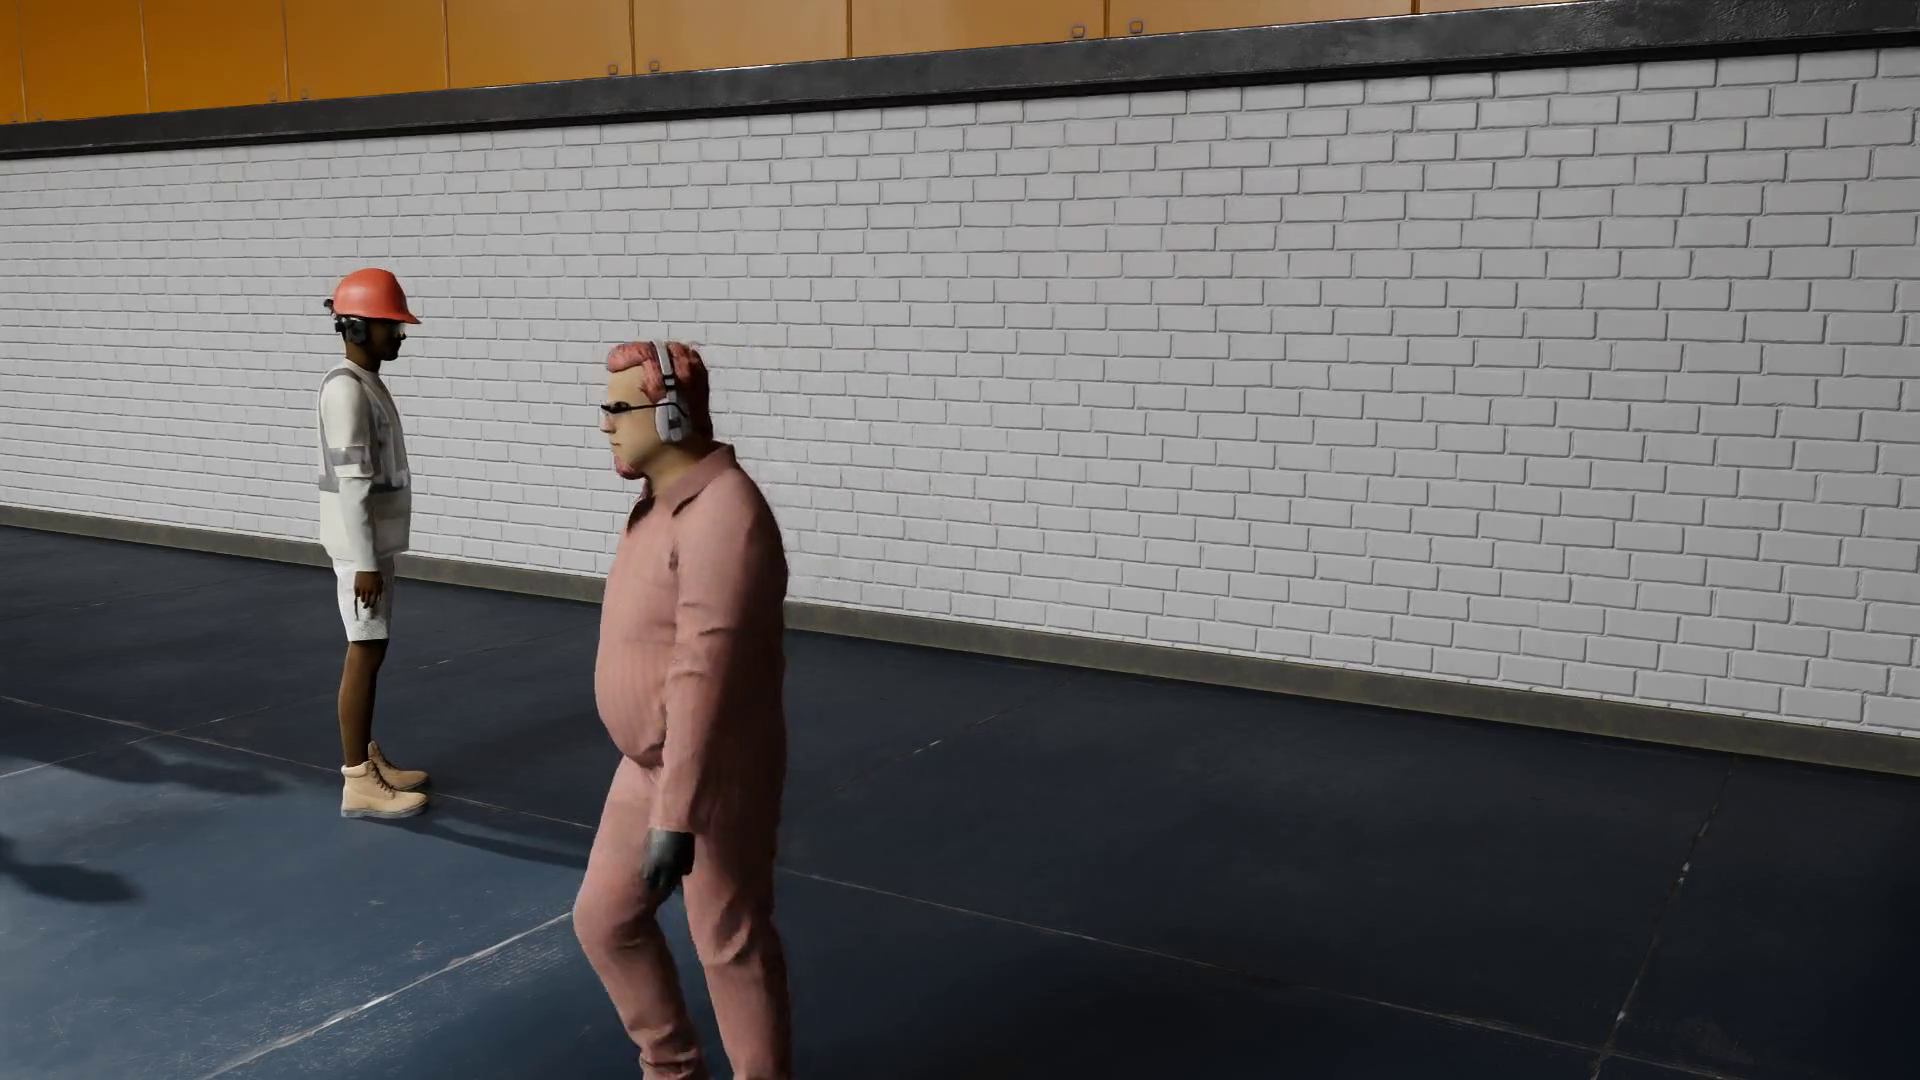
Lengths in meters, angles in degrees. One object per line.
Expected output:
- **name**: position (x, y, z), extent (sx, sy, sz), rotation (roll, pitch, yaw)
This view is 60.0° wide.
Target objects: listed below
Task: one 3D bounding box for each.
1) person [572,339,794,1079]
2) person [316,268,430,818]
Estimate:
- **person**: position (-0.627, 0.515, 3.619), extent (0.582, 1.885, 0.647), rotation (-5, 10, -28)
- **person**: position (-2.187, 0.011, 6.251), extent (0.395, 2.038, 0.615), rotation (-2, 9, -15)
